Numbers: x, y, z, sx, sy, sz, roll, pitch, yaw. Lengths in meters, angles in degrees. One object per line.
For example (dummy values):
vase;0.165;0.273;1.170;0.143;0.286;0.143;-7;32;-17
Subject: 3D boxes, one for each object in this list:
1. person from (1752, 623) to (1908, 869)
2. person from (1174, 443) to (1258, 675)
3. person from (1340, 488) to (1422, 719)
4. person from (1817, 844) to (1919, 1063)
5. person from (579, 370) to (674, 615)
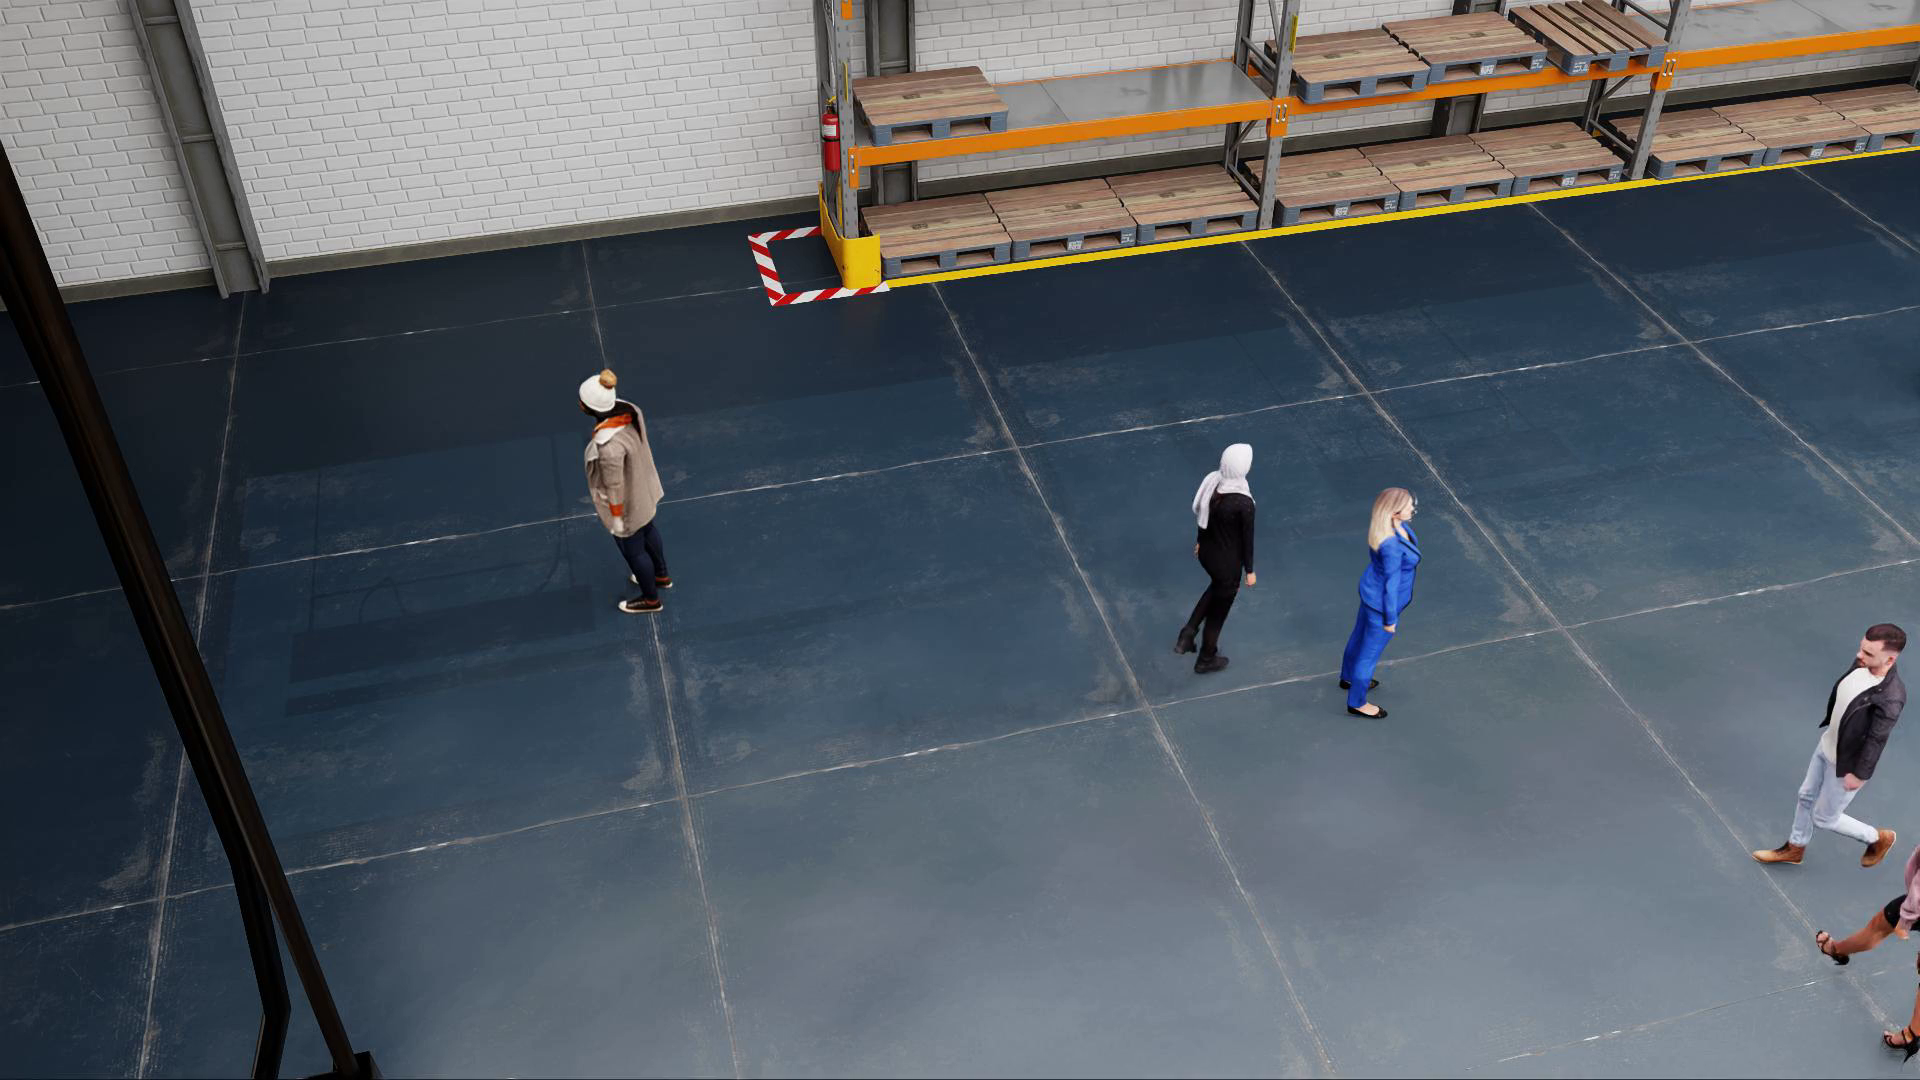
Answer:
person;4.964;1.191;9.167;1.024;1.816;0.869;3;39;4
person;1.571;0.181;10.470;0.720;1.769;0.683;-18;42;-21
person;2.582;0.371;10.287;0.649;1.701;0.676;1;39;1
person;4.905;1.929;8.275;0.994;1.776;0.780;-5;39;-7
person;-2.189;-0.338;11.021;0.791;1.893;0.777;4;39;5
